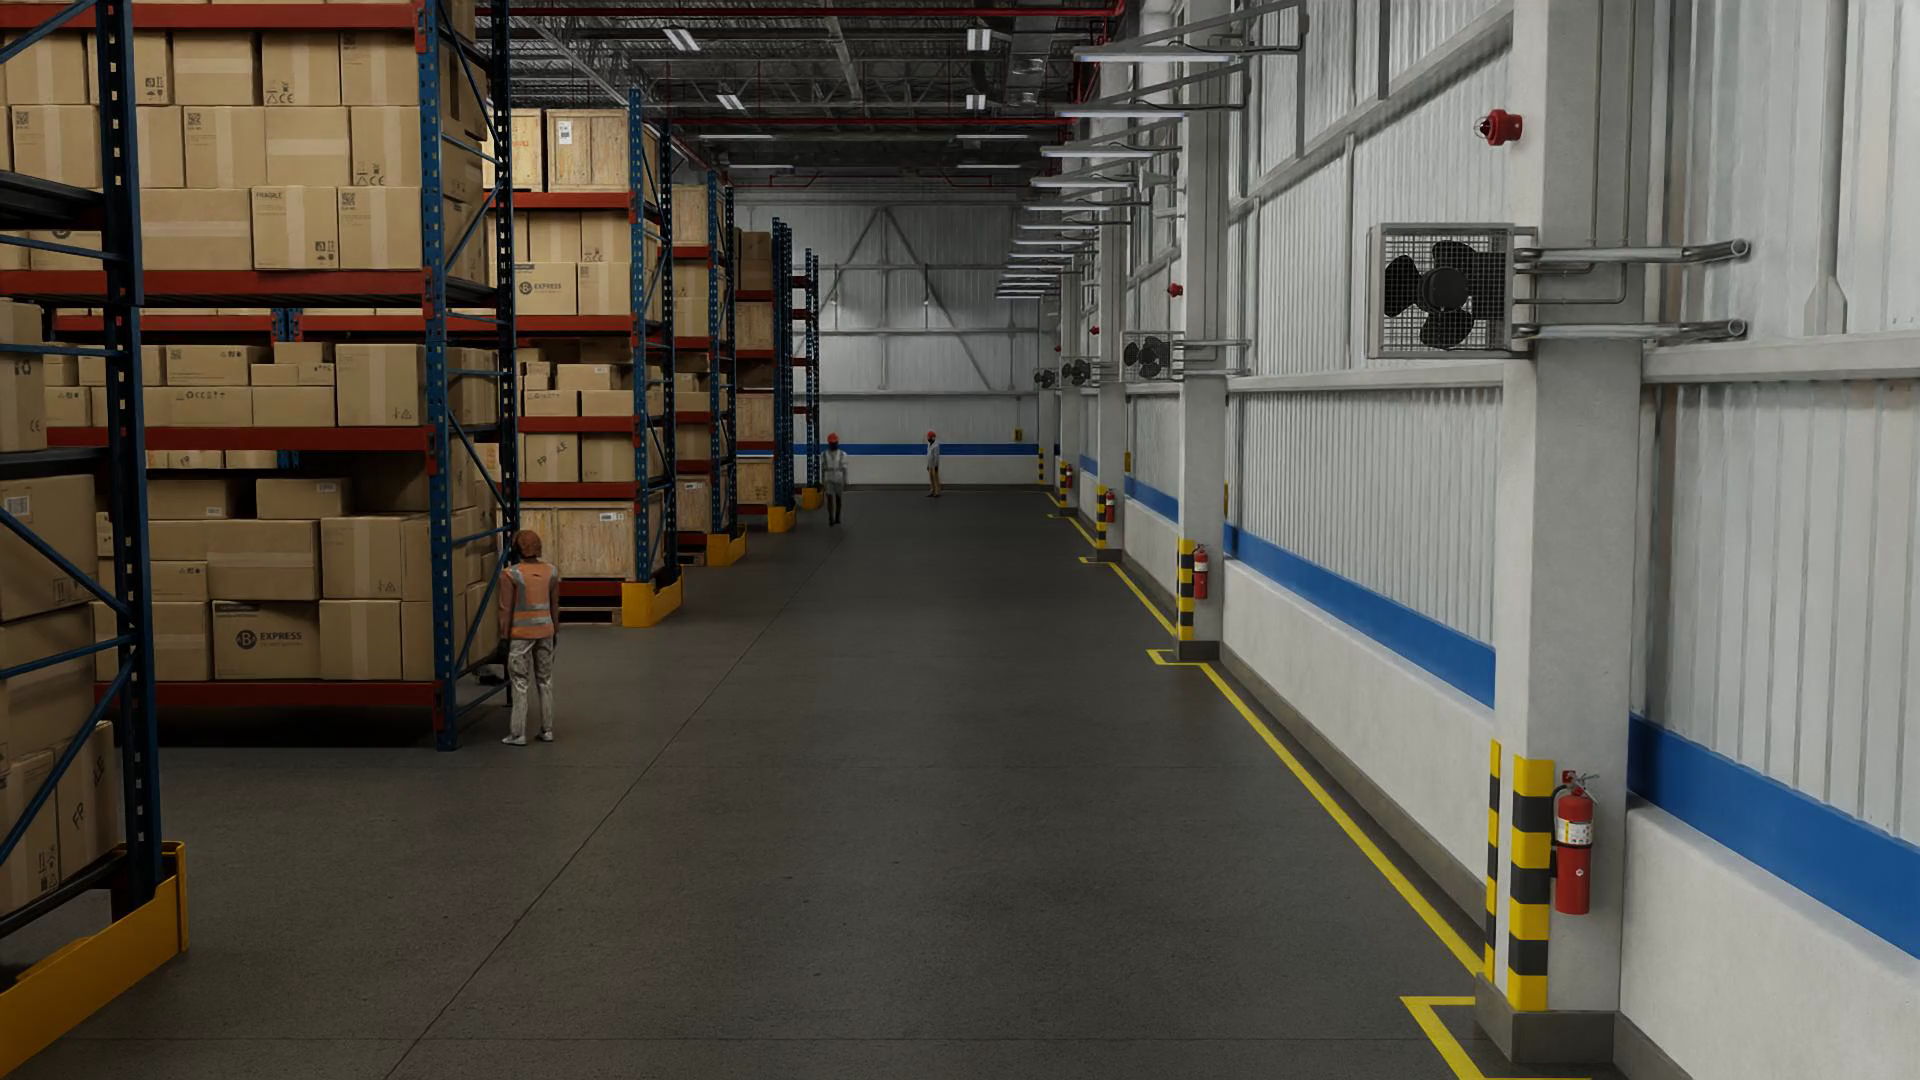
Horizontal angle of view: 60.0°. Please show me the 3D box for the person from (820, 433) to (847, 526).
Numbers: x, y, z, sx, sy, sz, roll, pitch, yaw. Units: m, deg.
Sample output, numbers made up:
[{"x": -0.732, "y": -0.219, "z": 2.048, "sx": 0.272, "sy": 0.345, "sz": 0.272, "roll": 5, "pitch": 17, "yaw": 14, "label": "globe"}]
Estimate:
[{"x": -2.577, "y": -1.243, "z": 34.008, "sx": 0.551, "sy": 1.910, "sz": 0.845, "roll": 0, "pitch": 5, "yaw": -2, "label": "person"}]

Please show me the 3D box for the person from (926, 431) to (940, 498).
[{"x": -0.729, "y": -1.970, "z": 43.436, "sx": 0.361, "sy": 1.742, "sz": 0.563, "roll": -3, "pitch": 6, "yaw": -27, "label": "person"}]

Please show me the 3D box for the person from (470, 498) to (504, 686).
[{"x": -4.371, "y": 0.426, "z": 15.110, "sx": 0.505, "sy": 1.815, "sz": 0.601, "roll": 1, "pitch": 5, "yaw": 12, "label": "person"}]

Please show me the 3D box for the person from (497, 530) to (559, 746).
[{"x": -3.245, "y": 0.734, "z": 12.555, "sx": 0.321, "sy": 1.630, "sz": 0.521, "roll": 4, "pitch": 7, "yaw": 41, "label": "person"}]
